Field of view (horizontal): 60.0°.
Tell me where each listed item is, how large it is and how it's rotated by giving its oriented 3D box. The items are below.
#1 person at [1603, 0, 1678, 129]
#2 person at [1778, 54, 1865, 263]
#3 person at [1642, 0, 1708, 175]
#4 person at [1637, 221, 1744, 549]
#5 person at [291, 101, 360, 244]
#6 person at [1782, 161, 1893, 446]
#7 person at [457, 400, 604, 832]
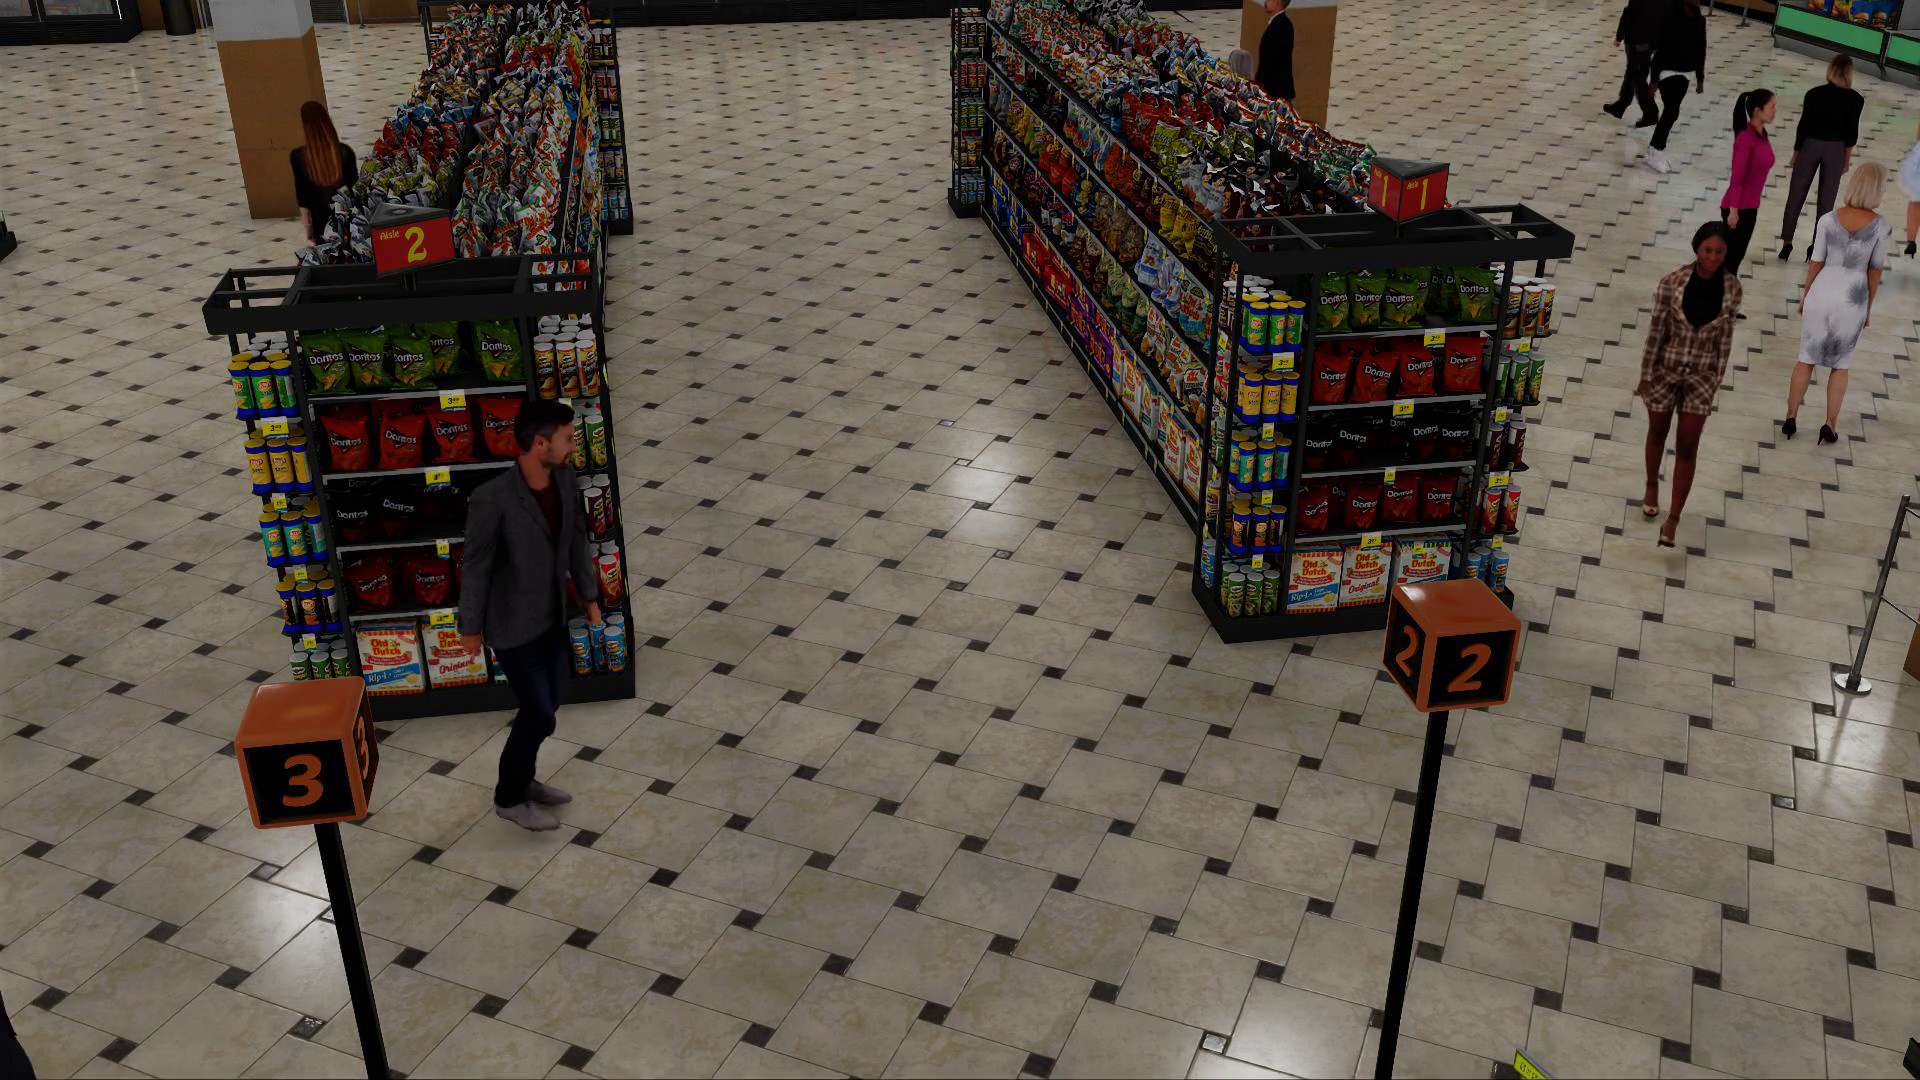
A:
[{"bbox_3d":[7.300,-5.261,17.631,0.908,1.799,1.262,-11,29,-20],"label":"person"},{"bbox_3d":[6.962,-3.077,13.465,0.687,1.670,0.723,13,30,25],"label":"person"},{"bbox_3d":[6.876,-4.522,16.170,0.773,1.801,0.830,-11,29,-21],"label":"person"},{"bbox_3d":[3.898,-0.878,9.042,0.944,1.749,1.144,9,28,18],"label":"person"},{"bbox_3d":[-4.395,-2.188,11.680,0.620,1.700,0.565,-5,27,-9],"label":"person"},{"bbox_3d":[5.350,-1.437,10.144,0.636,1.750,0.697,17,32,30],"label":"person"},{"bbox_3d":[-1.764,0.326,6.581,0.928,1.827,0.846,18,32,32],"label":"person"}]
